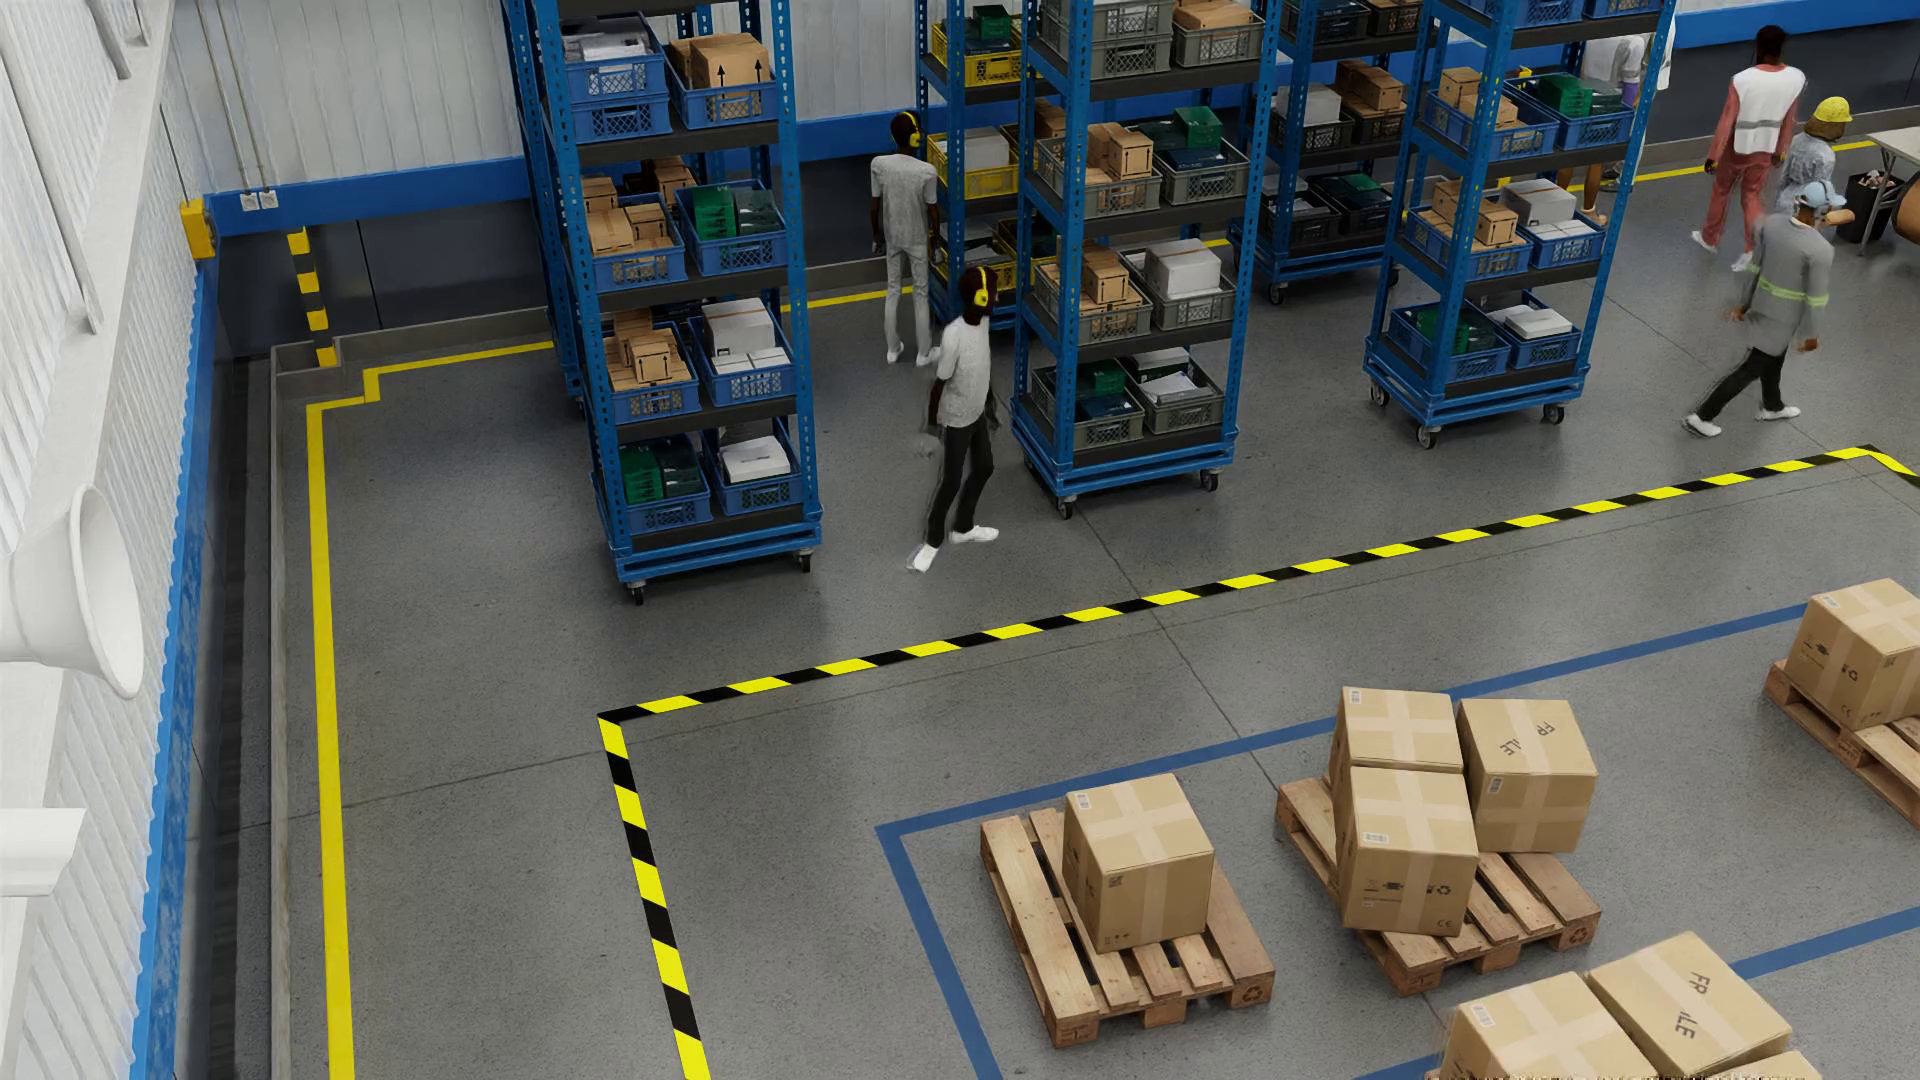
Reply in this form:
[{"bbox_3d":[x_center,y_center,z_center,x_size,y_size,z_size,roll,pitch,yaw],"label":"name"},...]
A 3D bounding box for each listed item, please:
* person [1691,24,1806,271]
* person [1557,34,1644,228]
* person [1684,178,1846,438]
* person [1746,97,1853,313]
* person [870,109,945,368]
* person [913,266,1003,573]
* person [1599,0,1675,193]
[{"bbox_3d":[6.174,-3.035,12.969,0.639,1.880,0.841,-1,35,-2],"label":"person"},{"bbox_3d":[5.203,-3.528,13.530,0.388,2.033,0.604,-25,42,-31],"label":"person"},{"bbox_3d":[5.315,-1.494,10.837,0.946,1.810,0.602,-8,36,-12],"label":"person"},{"bbox_3d":[6.145,-2.397,12.174,0.316,1.741,0.491,-4,35,-6],"label":"person"},{"bbox_3d":[-0.365,-2.090,11.633,0.527,1.865,0.312,11,37,15],"label":"person"},{"bbox_3d":[-0.027,-0.683,9.689,0.347,1.819,0.741,17,39,23],"label":"person"},{"bbox_3d":[5.823,-3.879,14.183,0.389,1.849,0.563,9,36,12],"label":"person"}]
